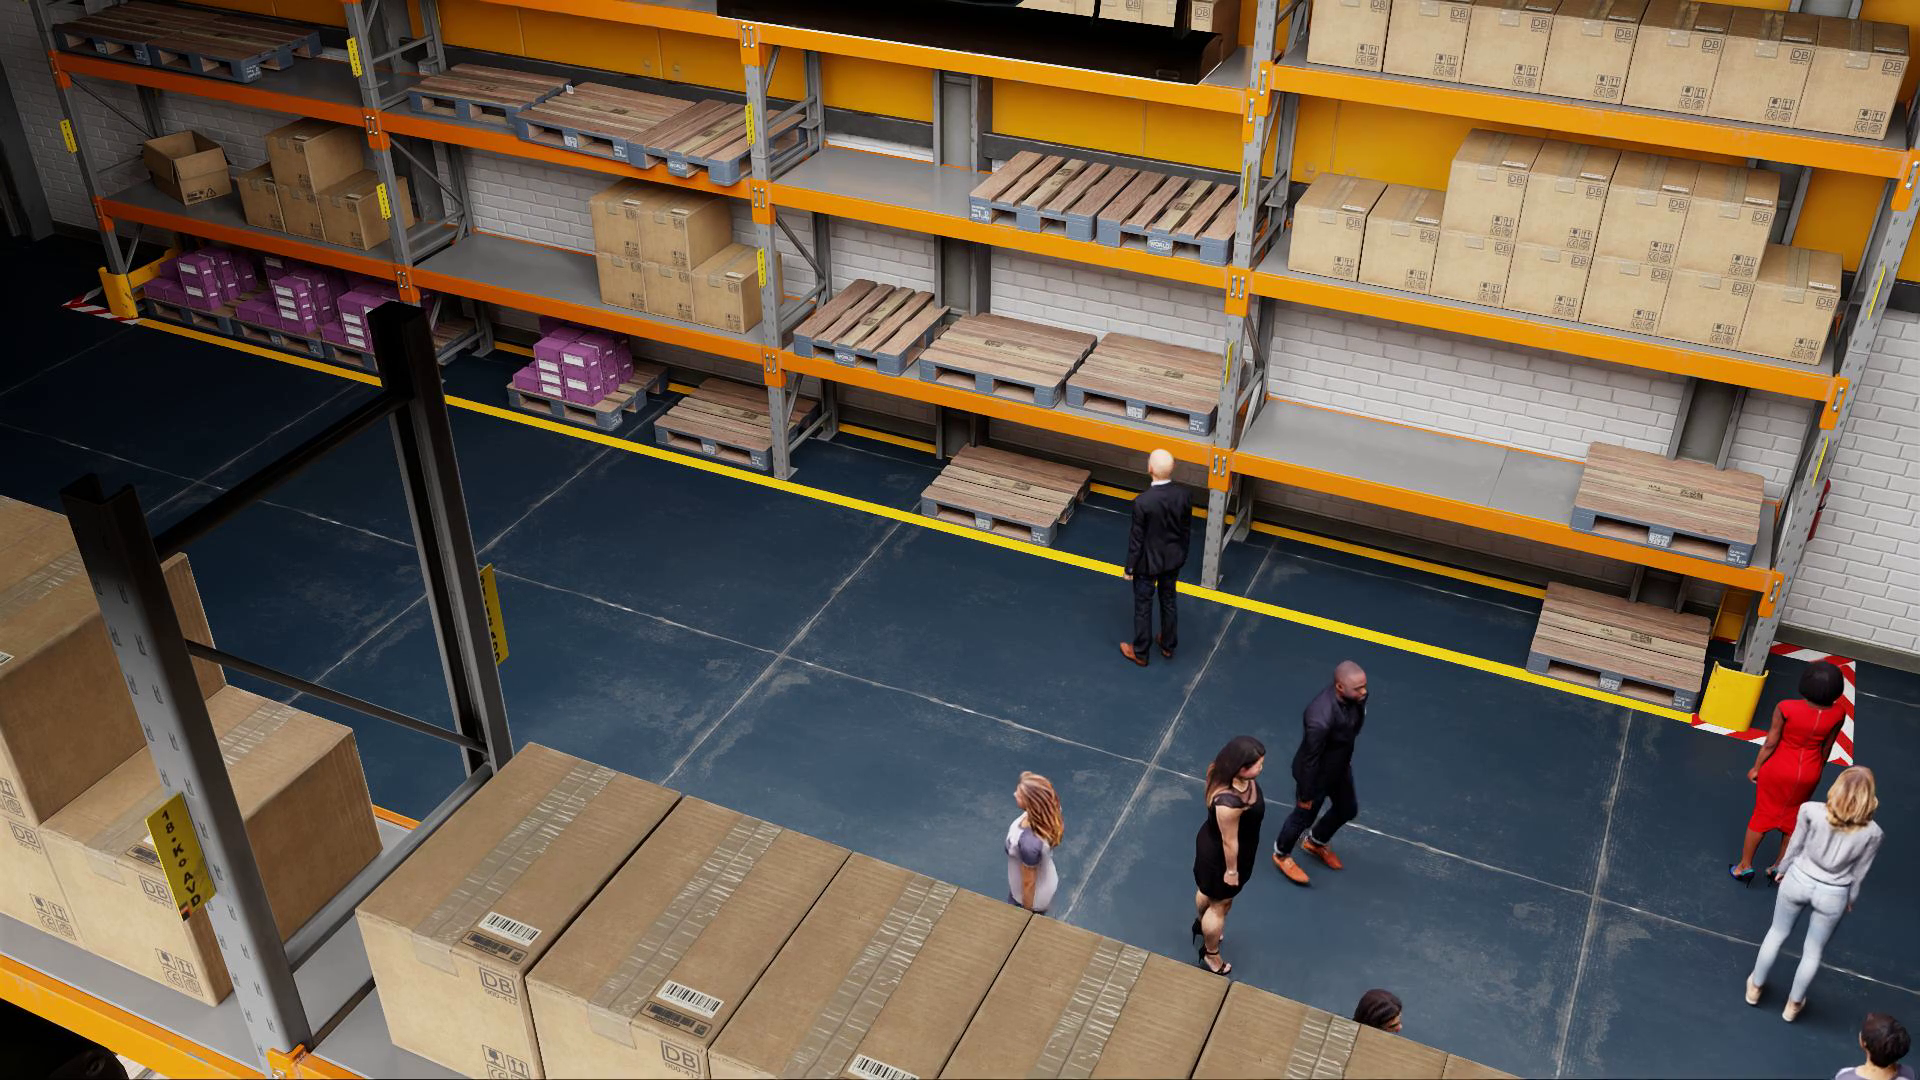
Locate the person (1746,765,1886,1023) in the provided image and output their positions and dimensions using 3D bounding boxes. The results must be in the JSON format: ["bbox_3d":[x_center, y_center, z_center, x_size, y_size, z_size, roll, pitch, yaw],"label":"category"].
[{"bbox_3d":[4.861,2.001,9.453,0.505,1.794,0.684,22,40,30],"label":"person"}]

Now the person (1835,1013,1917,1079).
[{"bbox_3d":[4.425,2.955,8.232,0.785,1.557,0.916,-2,34,-4],"label":"person"}]

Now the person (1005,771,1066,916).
[{"bbox_3d":[0.494,2.008,9.511,0.921,1.717,0.634,11,35,16],"label":"person"}]

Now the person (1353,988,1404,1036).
[{"bbox_3d":[1.850,2.825,8.209,0.808,1.798,0.664,19,38,26],"label":"person"}]

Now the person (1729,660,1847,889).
[{"bbox_3d":[5.142,1.462,10.310,0.535,1.743,0.686,4,34,6],"label":"person"}]

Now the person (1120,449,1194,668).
[{"bbox_3d":[1.449,0.137,12.254,0.765,1.798,0.810,-13,36,-19],"label":"person"}]

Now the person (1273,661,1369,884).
[{"bbox_3d":[2.222,1.406,10.345,0.815,1.797,0.817,29,43,36],"label":"person"}]

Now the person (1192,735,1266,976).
[{"bbox_3d":[1.547,1.833,9.781,0.747,1.711,0.747,0,34,0],"label":"person"}]
